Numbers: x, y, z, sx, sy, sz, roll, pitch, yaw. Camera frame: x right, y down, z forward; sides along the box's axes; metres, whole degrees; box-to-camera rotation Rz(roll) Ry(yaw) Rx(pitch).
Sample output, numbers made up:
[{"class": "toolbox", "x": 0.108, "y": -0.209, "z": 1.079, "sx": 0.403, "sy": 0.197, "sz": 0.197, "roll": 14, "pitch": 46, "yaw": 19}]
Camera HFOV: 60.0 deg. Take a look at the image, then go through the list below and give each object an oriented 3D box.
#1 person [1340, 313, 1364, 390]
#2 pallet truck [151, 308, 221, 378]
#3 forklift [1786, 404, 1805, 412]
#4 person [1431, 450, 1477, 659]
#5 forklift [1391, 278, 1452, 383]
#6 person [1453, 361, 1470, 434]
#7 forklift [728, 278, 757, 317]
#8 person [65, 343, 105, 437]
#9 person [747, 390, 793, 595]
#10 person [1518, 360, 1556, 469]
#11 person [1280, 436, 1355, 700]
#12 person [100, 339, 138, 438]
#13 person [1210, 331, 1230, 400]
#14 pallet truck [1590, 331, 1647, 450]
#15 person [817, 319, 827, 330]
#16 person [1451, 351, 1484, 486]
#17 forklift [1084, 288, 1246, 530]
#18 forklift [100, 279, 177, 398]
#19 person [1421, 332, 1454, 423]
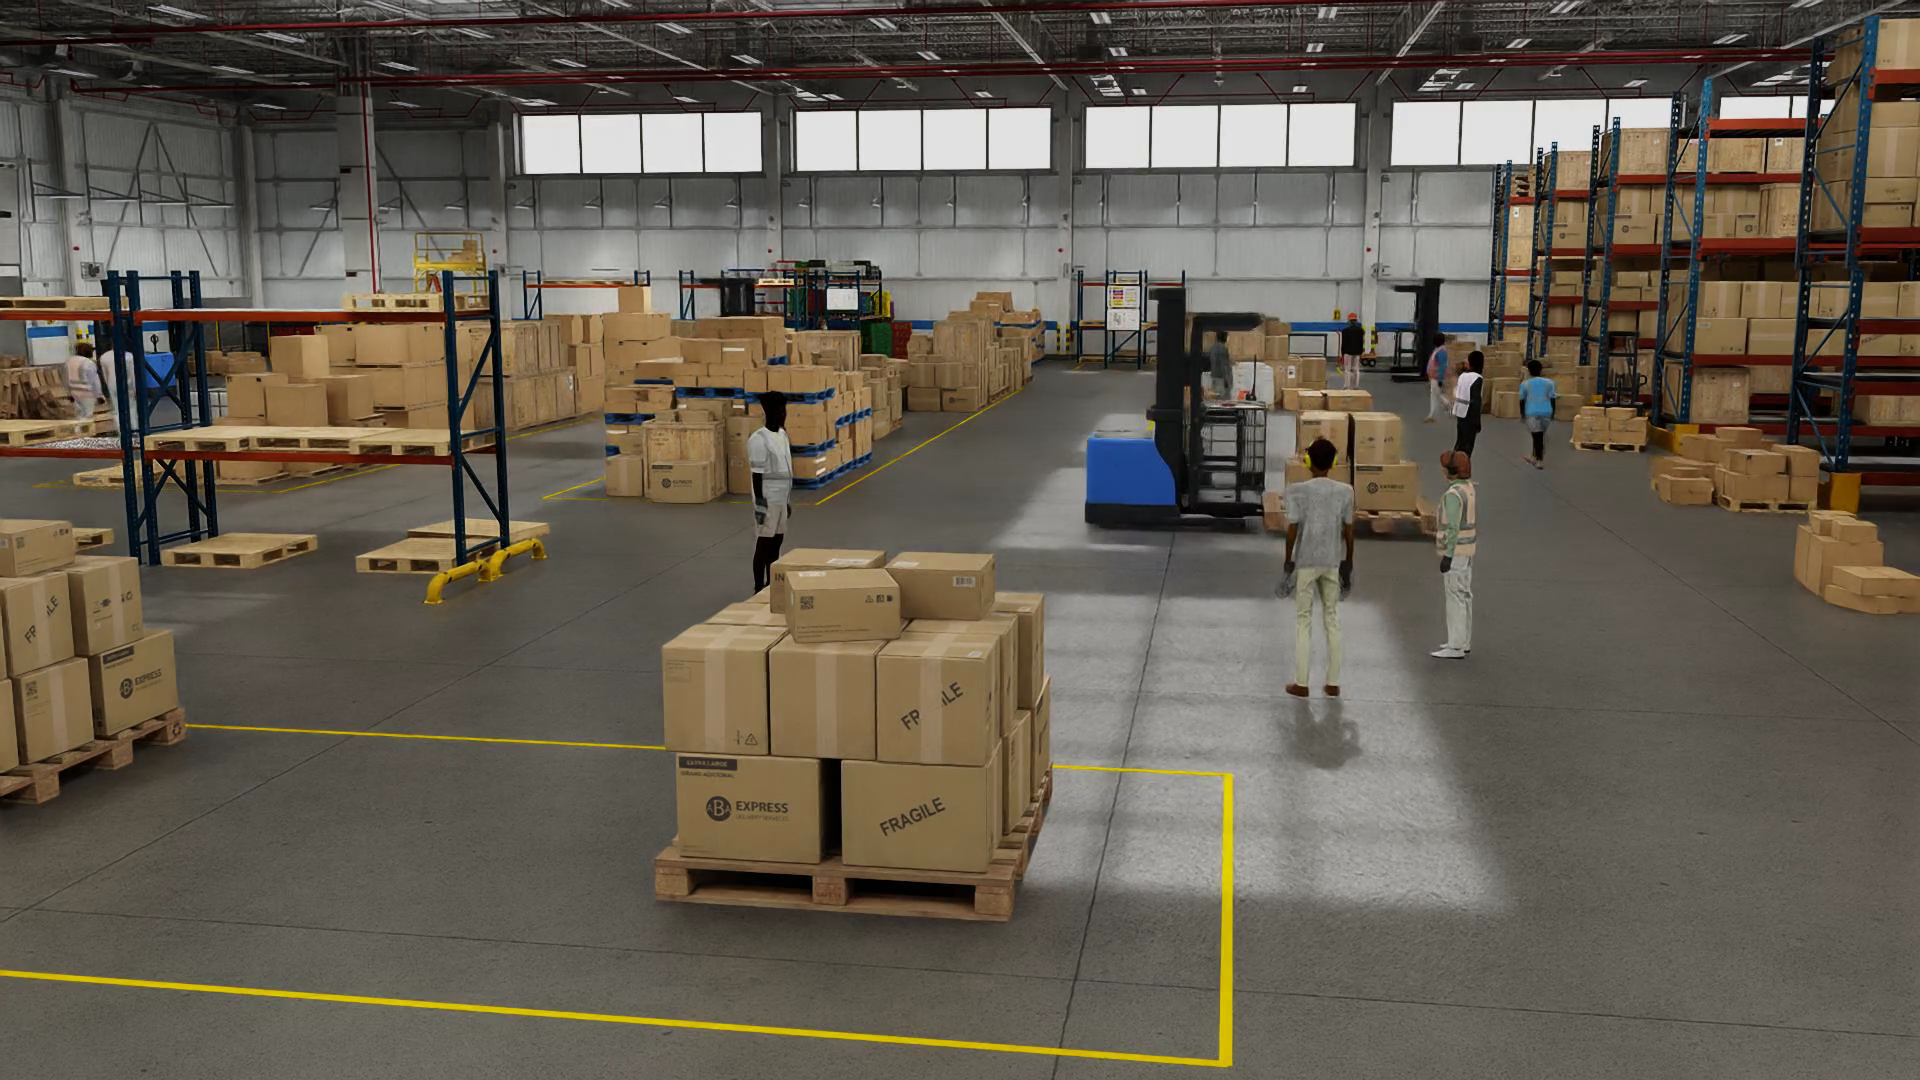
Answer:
[{"class": "person", "x": 9.662, "y": -4.607, "z": 41.055, "sx": 0.614, "sy": 1.994, "sz": 0.381, "roll": -3, "pitch": 10, "yaw": -20}, {"class": "pallet truck", "x": -21.869, "y": -5.598, "z": 47.154, "sx": 0.823, "sy": 1.965, "sz": 1.885, "roll": 4, "pitch": 10, "yaw": 26}, {"class": "forklift", "x": 18.510, "y": -4.209, "z": 35.873, "sx": 1.129, "sy": 2.768, "sz": 1.873, "roll": 1, "pitch": 9, "yaw": 9}, {"class": "person", "x": 3.884, "y": 0.114, "z": 13.035, "sx": 0.312, "sy": 1.636, "sz": 0.520, "roll": 5, "pitch": 11, "yaw": 30}, {"class": "forklift", "x": 12.663, "y": -5.637, "z": 44.678, "sx": 1.873, "sy": 2.768, "sz": 1.129, "roll": 1, "pitch": 9, "yaw": 9}, {"class": "person", "x": 7.870, "y": -1.989, "z": 26.027, "sx": 0.323, "sy": 1.631, "sz": 0.524, "roll": 1, "pitch": 9, "yaw": 4}, {"class": "forklift", "x": -5.825, "y": -5.661, "z": 44.830, "sx": 1.873, "sy": 2.768, "sz": 1.129, "roll": 4, "pitch": 10, "yaw": 24}, {"class": "person", "x": -14.991, "y": -2.475, "z": 28.503, "sx": 0.653, "sy": 1.809, "sz": 0.438, "roll": 5, "pitch": 10, "yaw": 26}, {"class": "person", "x": -1.690, "y": -0.372, "z": 15.017, "sx": 0.362, "sy": 1.963, "sz": 0.614, "roll": 3, "pitch": 10, "yaw": 19}, {"class": "person", "x": 8.870, "y": -1.938, "z": 25.602, "sx": 0.543, "sy": 1.649, "sz": 0.817, "roll": 0, "pitch": 9, "yaw": 0}, {"class": "person", "x": 2.530, "y": 0.203, "z": 11.778, "sx": 0.533, "sy": 1.868, "sz": 0.310, "roll": -1, "pitch": 9, "yaw": -5}, {"class": "person", "x": -14.674, "y": -2.632, "z": 29.135, "sx": 0.623, "sy": 1.917, "sz": 0.534, "roll": -1, "pitch": 9, "yaw": -7}, {"class": "person", "x": 4.976, "y": -3.069, "z": 31.742, "sx": 0.372, "sy": 1.940, "sz": 0.632, "roll": -2, "pitch": 9, "yaw": -12}, {"class": "pallet truck", "x": 11.253, "y": -2.573, "z": 28.499, "sx": 0.823, "sy": 1.965, "sz": 1.885, "roll": 5, "pitch": 10, "yaw": 27}, {"class": "person", "x": -3.161, "y": -4.082, "z": 37.983, "sx": 0.355, "sy": 1.938, "sz": 0.637, "roll": 4, "pitch": 10, "yaw": 22}, {"class": "person", "x": 7.198, "y": -1.722, "z": 23.564, "sx": 0.408, "sy": 1.906, "sz": 0.604, "roll": -1, "pitch": 9, "yaw": -4}, {"class": "forklift", "x": 2.458, "y": -1.579, "z": 19.649, "sx": 1.873, "sy": 2.768, "sz": 1.129, "roll": 1, "pitch": 9, "yaw": 9}, {"class": "forklift", "x": -19.606, "y": -4.720, "z": 39.027, "sx": 1.873, "sy": 2.768, "sz": 1.129, "roll": 1, "pitch": 9, "yaw": 9}, {"class": "person", "x": 9.530, "y": -3.220, "z": 33.007, "sx": 0.609, "sy": 1.830, "sz": 0.640, "roll": 3, "pitch": 10, "yaw": 16}]
